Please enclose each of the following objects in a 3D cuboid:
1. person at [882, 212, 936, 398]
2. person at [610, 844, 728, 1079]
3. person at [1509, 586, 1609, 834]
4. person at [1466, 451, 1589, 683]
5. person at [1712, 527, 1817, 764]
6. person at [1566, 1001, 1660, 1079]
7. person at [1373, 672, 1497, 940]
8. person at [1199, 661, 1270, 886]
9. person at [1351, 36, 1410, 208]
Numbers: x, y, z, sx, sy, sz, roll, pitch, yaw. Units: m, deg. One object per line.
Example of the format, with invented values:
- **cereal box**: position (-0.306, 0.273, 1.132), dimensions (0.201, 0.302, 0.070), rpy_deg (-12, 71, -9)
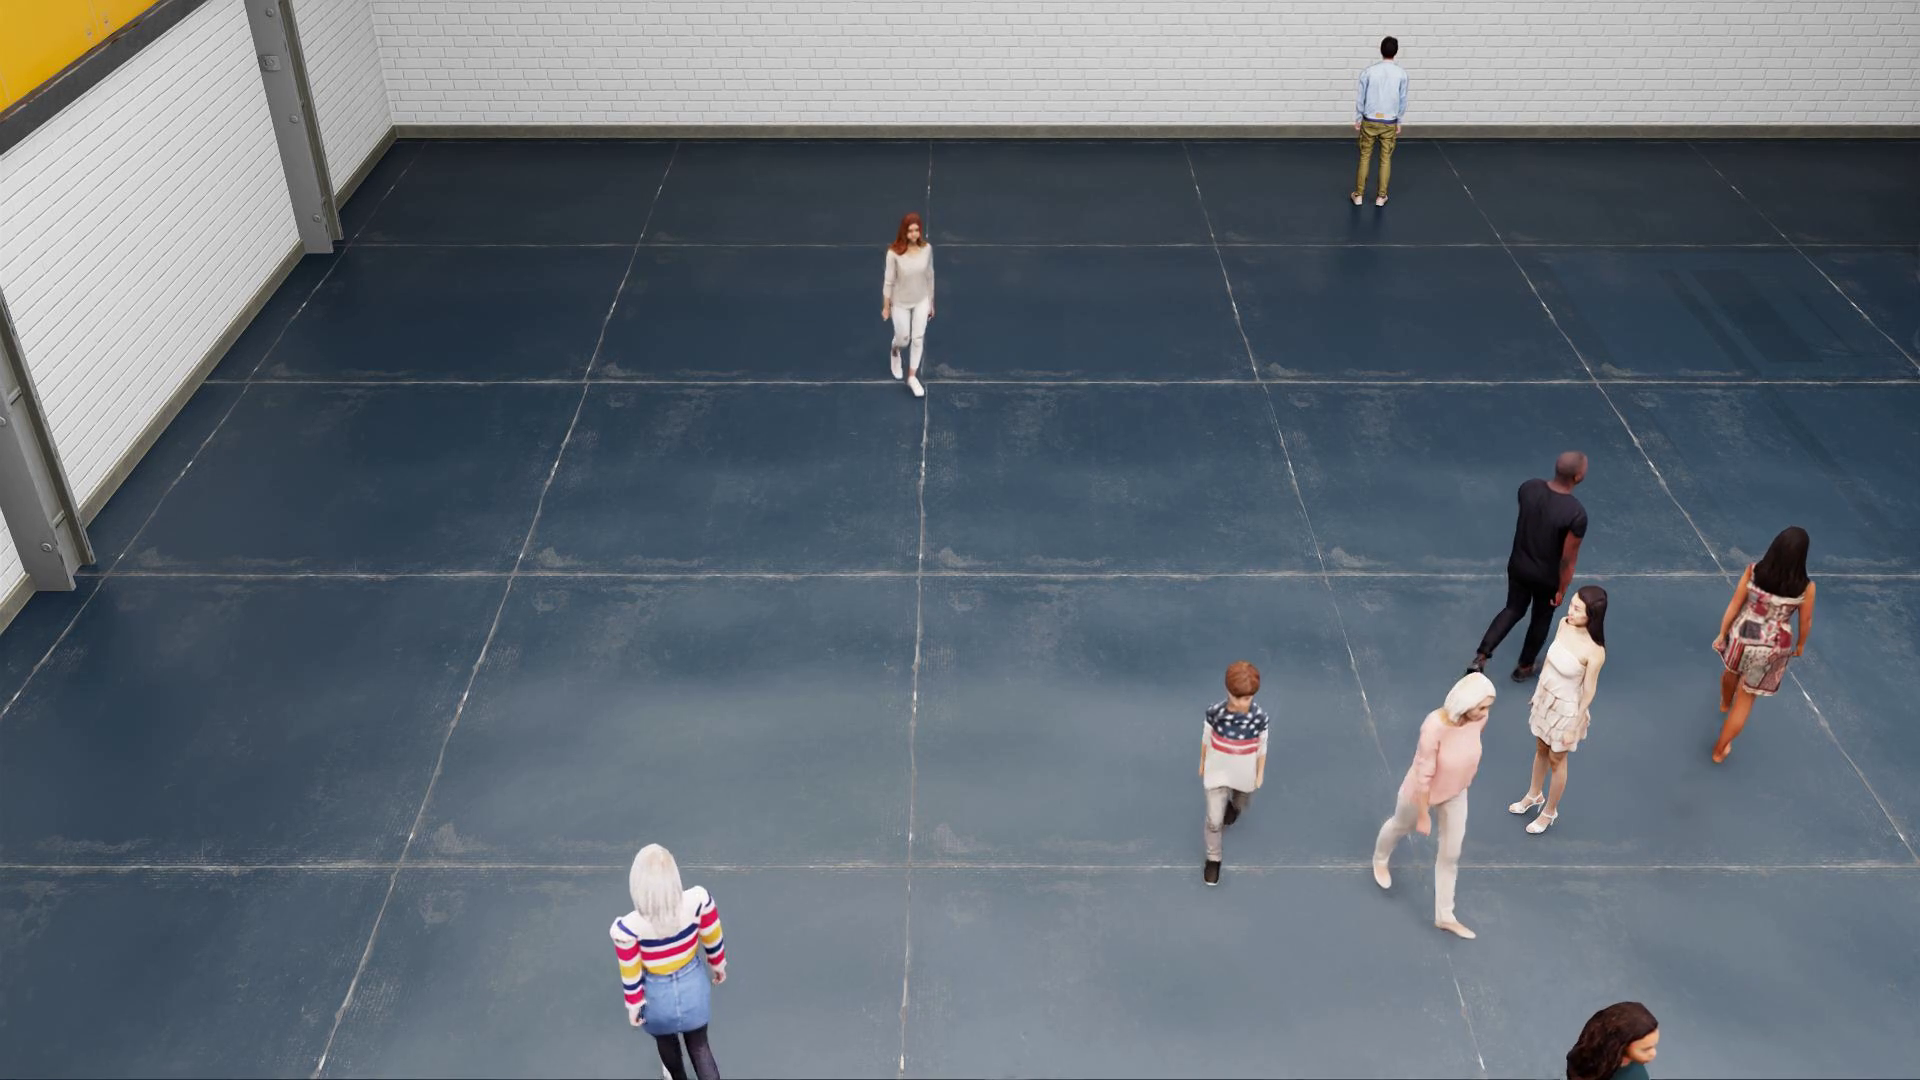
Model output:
- **person**: position (-0.452, -2.074, 14.259), dimensions (0.753, 1.679, 0.887), rpy_deg (-12, 35, -17)
- **person**: position (-1.307, 2.180, 7.761), dimensions (0.957, 1.787, 1.150), rpy_deg (-15, 36, -21)
- **person**: position (3.480, 0.983, 9.608), dimensions (0.686, 1.736, 0.545), rpy_deg (-8, 34, -12)
- **person**: position (3.633, 0.247, 10.661), dimensions (1.086, 1.797, 1.083), rpy_deg (-22, 40, -30)
- **person**: position (4.856, 0.676, 10.176), dimensions (0.974, 1.618, 1.097), rpy_deg (21, 39, 28)
- **person**: position (2.697, 2.582, 7.348), dimensions (1.063, 1.574, 1.161), rpy_deg (-26, 41, -33)
- **person**: position (2.571, 1.330, 9.142), dimensions (0.932, 1.675, 1.143), rpy_deg (-14, 36, -19)
- **person**: position (1.561, 1.246, 9.499), dimensions (0.621, 1.418, 0.951), rpy_deg (5, 34, 8)
- **person**: position (4.472, -4.458, 17.725), dimensions (0.719, 1.812, 0.633), rpy_deg (6, 34, 9)
